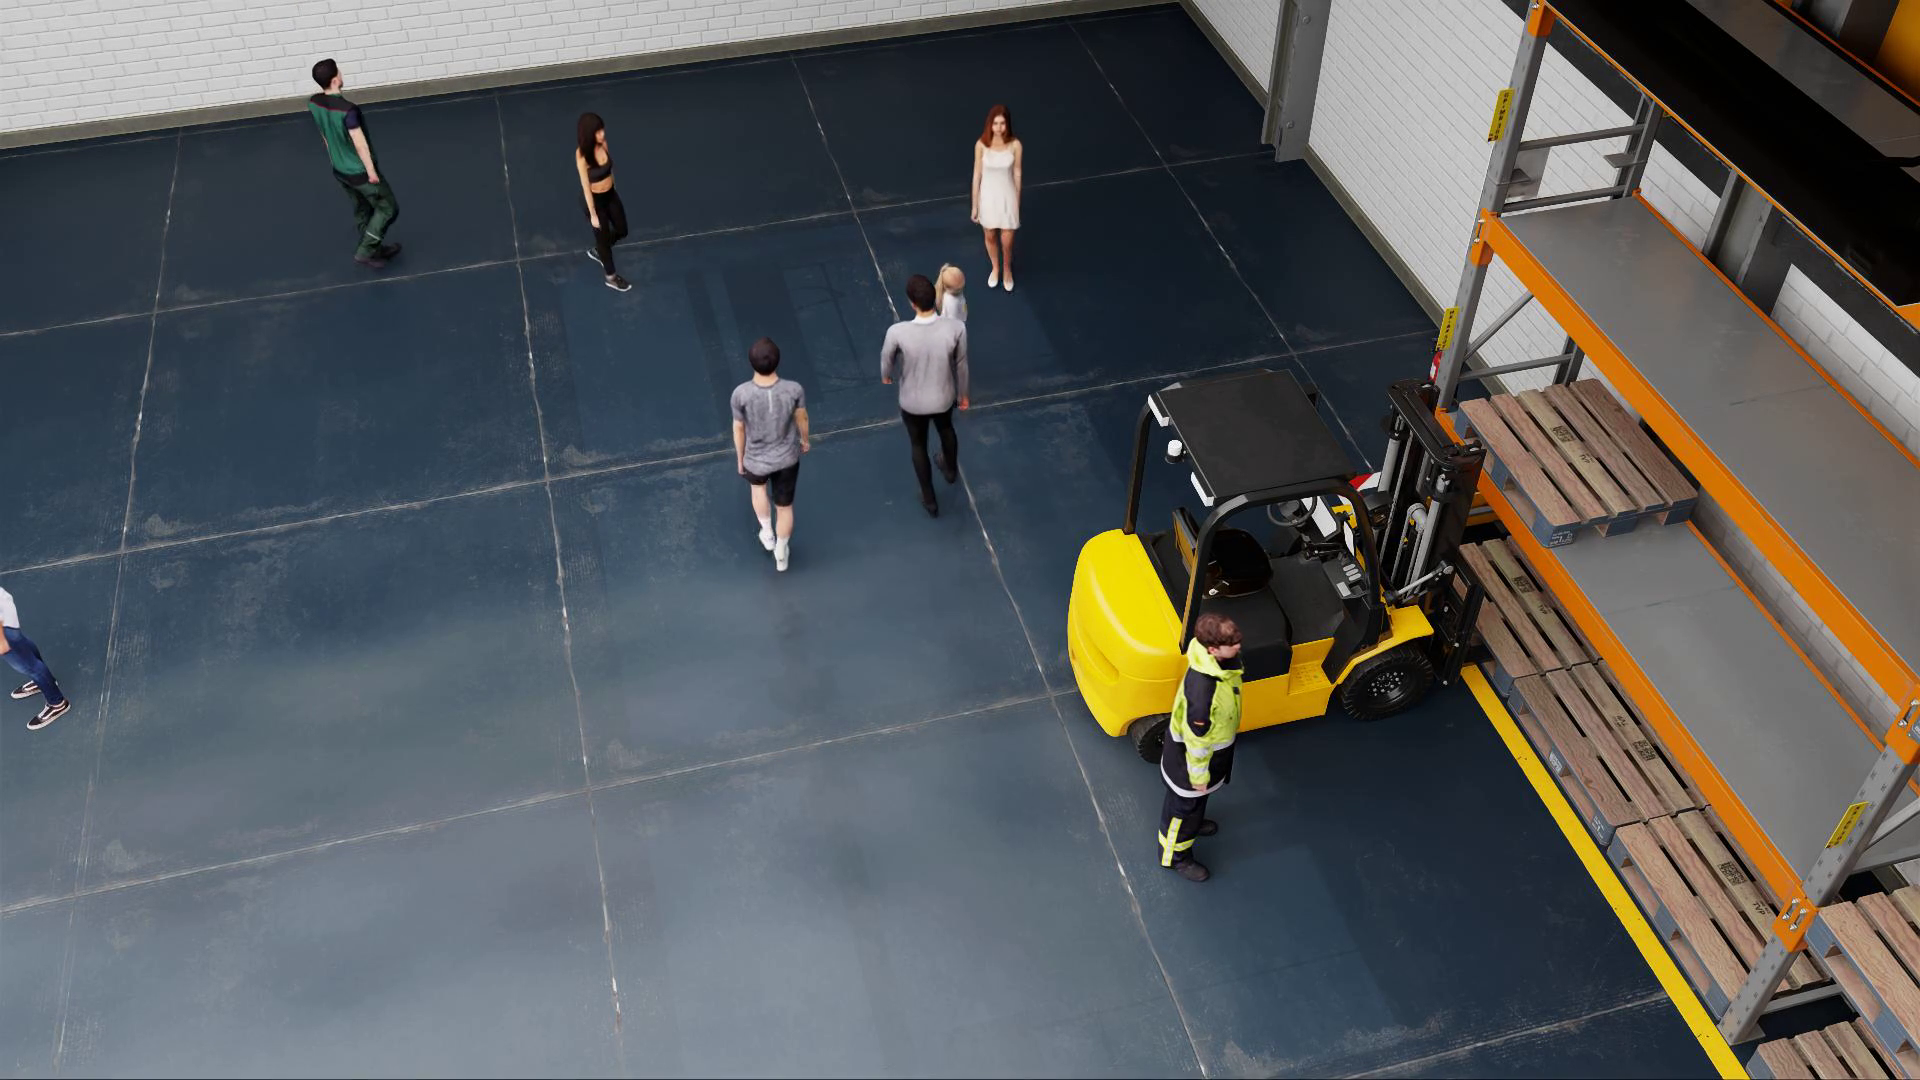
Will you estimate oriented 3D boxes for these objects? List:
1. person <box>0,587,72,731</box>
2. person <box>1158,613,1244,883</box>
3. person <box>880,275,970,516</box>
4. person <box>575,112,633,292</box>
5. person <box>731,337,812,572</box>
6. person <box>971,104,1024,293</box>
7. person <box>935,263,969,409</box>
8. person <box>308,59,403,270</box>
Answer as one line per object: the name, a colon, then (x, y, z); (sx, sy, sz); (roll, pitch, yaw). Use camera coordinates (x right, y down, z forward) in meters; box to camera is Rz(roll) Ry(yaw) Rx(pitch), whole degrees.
person: (-5.943, 0.440, 10.240); (0.783, 1.710, 0.659); (-27, 50, -26)
person: (1.346, 1.121, 9.327); (0.929, 1.983, 0.805); (12, 45, 12)
person: (-0.228, -0.966, 11.582); (0.750, 1.894, 0.875); (-7, 44, -7)
person: (-3.028, -2.799, 13.696); (0.804, 1.633, 0.745); (21, 47, 20)
person: (-1.253, -0.501, 11.123); (0.690, 1.855, 0.706); (-6, 44, -7)
person: (0.308, -2.868, 13.721); (0.664, 1.697, 0.708); (6, 44, 6)
person: (-0.111, -1.621, 12.730); (0.739, 1.259, 0.479); (-11, 45, -11)
person: (-5.061, -3.046, 13.767); (0.904, 1.893, 0.965); (24, 49, 23)
